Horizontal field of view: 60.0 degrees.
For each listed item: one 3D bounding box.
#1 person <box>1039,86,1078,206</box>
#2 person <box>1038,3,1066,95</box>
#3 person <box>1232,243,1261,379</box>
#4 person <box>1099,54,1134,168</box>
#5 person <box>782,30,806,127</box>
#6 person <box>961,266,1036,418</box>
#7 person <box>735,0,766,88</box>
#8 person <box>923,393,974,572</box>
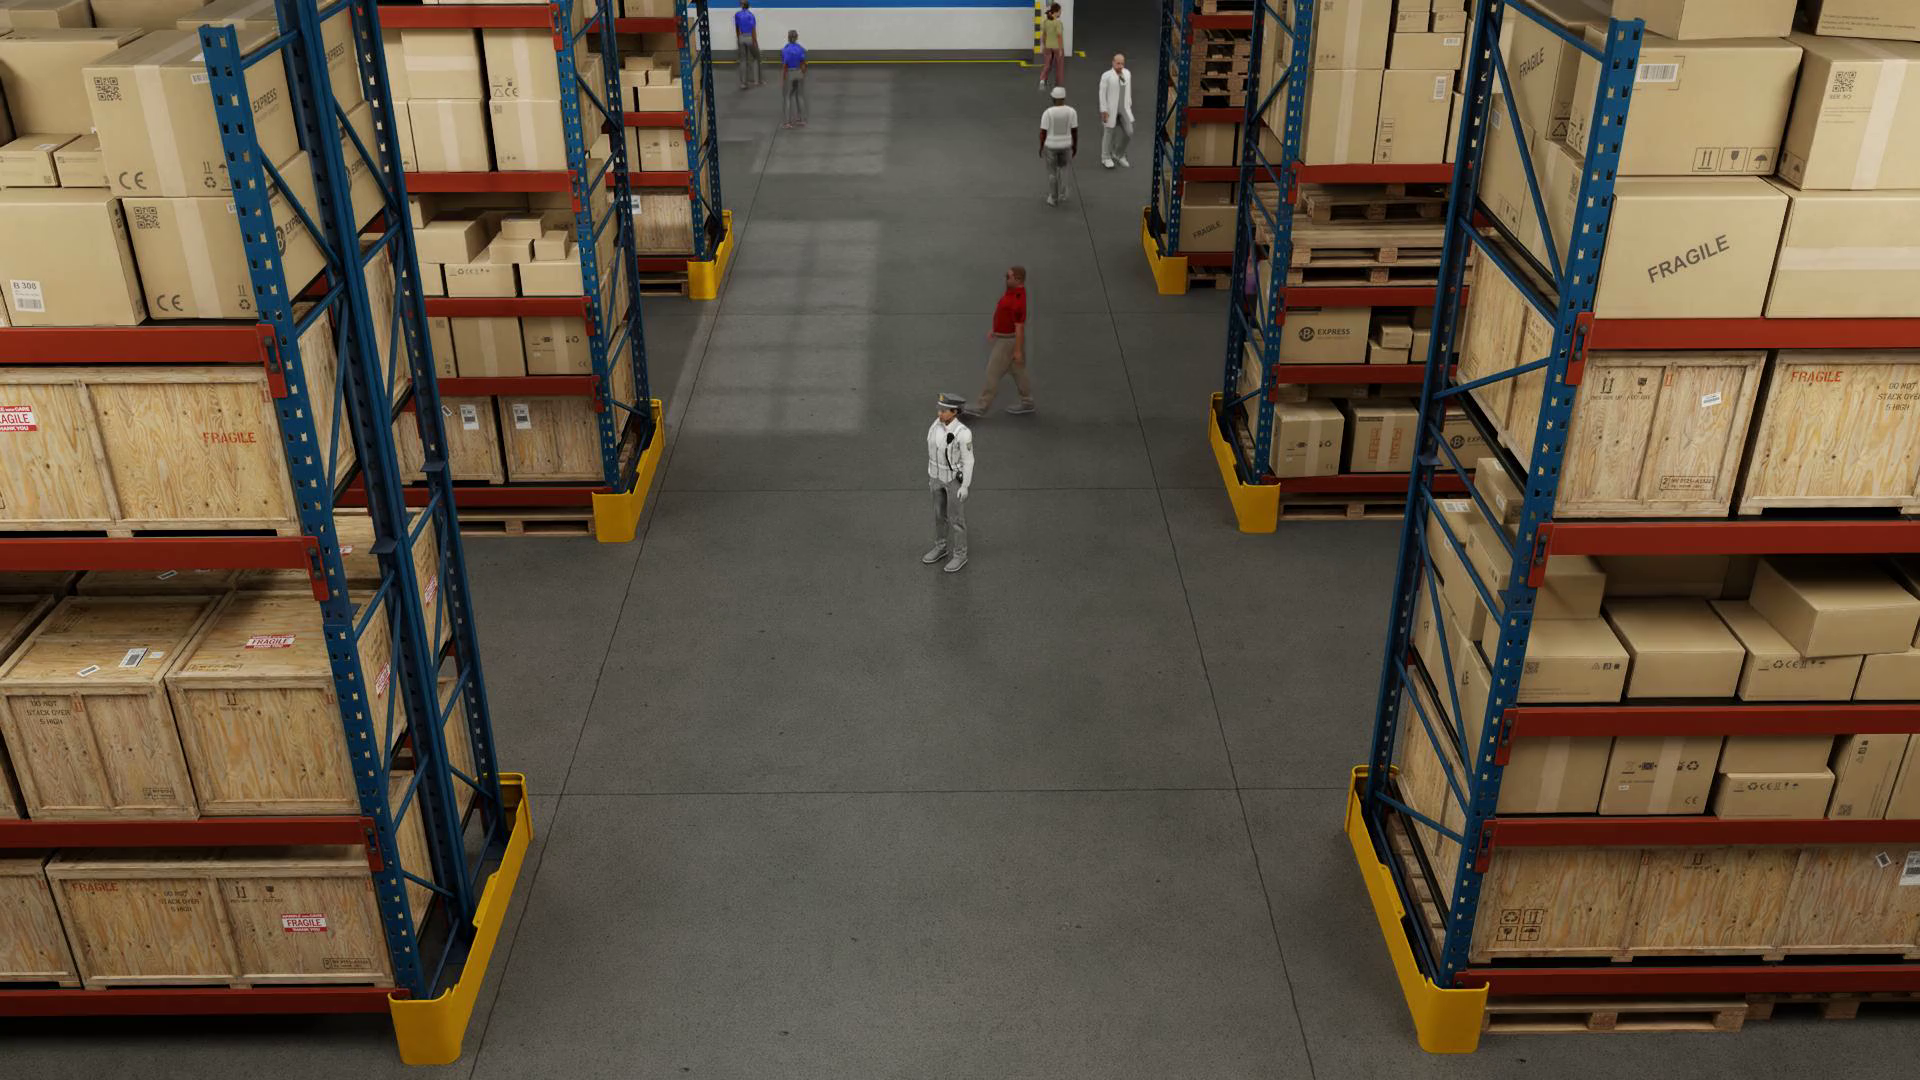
[{"bbox_3d":[1.443,-5.901,24.889,0.583,1.791,0.487,-8,29,-14],"label":"person"},{"bbox_3d":[1.741,-9.161,31.038,0.469,1.671,0.768,16,32,27],"label":"person"},{"bbox_3d":[3.346,-2.652,19.006,0.423,1.593,0.615,16,32,28],"label":"person"},{"bbox_3d":[2.513,-6.871,26.620,0.643,1.785,0.495,-12,30,-20],"label":"person"},{"bbox_3d":[-2.916,-8.057,29.019,0.459,1.668,0.407,-16,32,-27],"label":"person"},{"bbox_3d":[0.411,-2.144,17.917,0.849,1.701,0.548,4,28,7],"label":"person"},{"bbox_3d":[-4.024,-9.466,31.595,0.472,1.651,0.607,8,29,15],"label":"person"},{"bbox_3d":[-0.112,-0.543,14.996,0.469,1.690,0.349,24,36,37],"label":"person"}]
